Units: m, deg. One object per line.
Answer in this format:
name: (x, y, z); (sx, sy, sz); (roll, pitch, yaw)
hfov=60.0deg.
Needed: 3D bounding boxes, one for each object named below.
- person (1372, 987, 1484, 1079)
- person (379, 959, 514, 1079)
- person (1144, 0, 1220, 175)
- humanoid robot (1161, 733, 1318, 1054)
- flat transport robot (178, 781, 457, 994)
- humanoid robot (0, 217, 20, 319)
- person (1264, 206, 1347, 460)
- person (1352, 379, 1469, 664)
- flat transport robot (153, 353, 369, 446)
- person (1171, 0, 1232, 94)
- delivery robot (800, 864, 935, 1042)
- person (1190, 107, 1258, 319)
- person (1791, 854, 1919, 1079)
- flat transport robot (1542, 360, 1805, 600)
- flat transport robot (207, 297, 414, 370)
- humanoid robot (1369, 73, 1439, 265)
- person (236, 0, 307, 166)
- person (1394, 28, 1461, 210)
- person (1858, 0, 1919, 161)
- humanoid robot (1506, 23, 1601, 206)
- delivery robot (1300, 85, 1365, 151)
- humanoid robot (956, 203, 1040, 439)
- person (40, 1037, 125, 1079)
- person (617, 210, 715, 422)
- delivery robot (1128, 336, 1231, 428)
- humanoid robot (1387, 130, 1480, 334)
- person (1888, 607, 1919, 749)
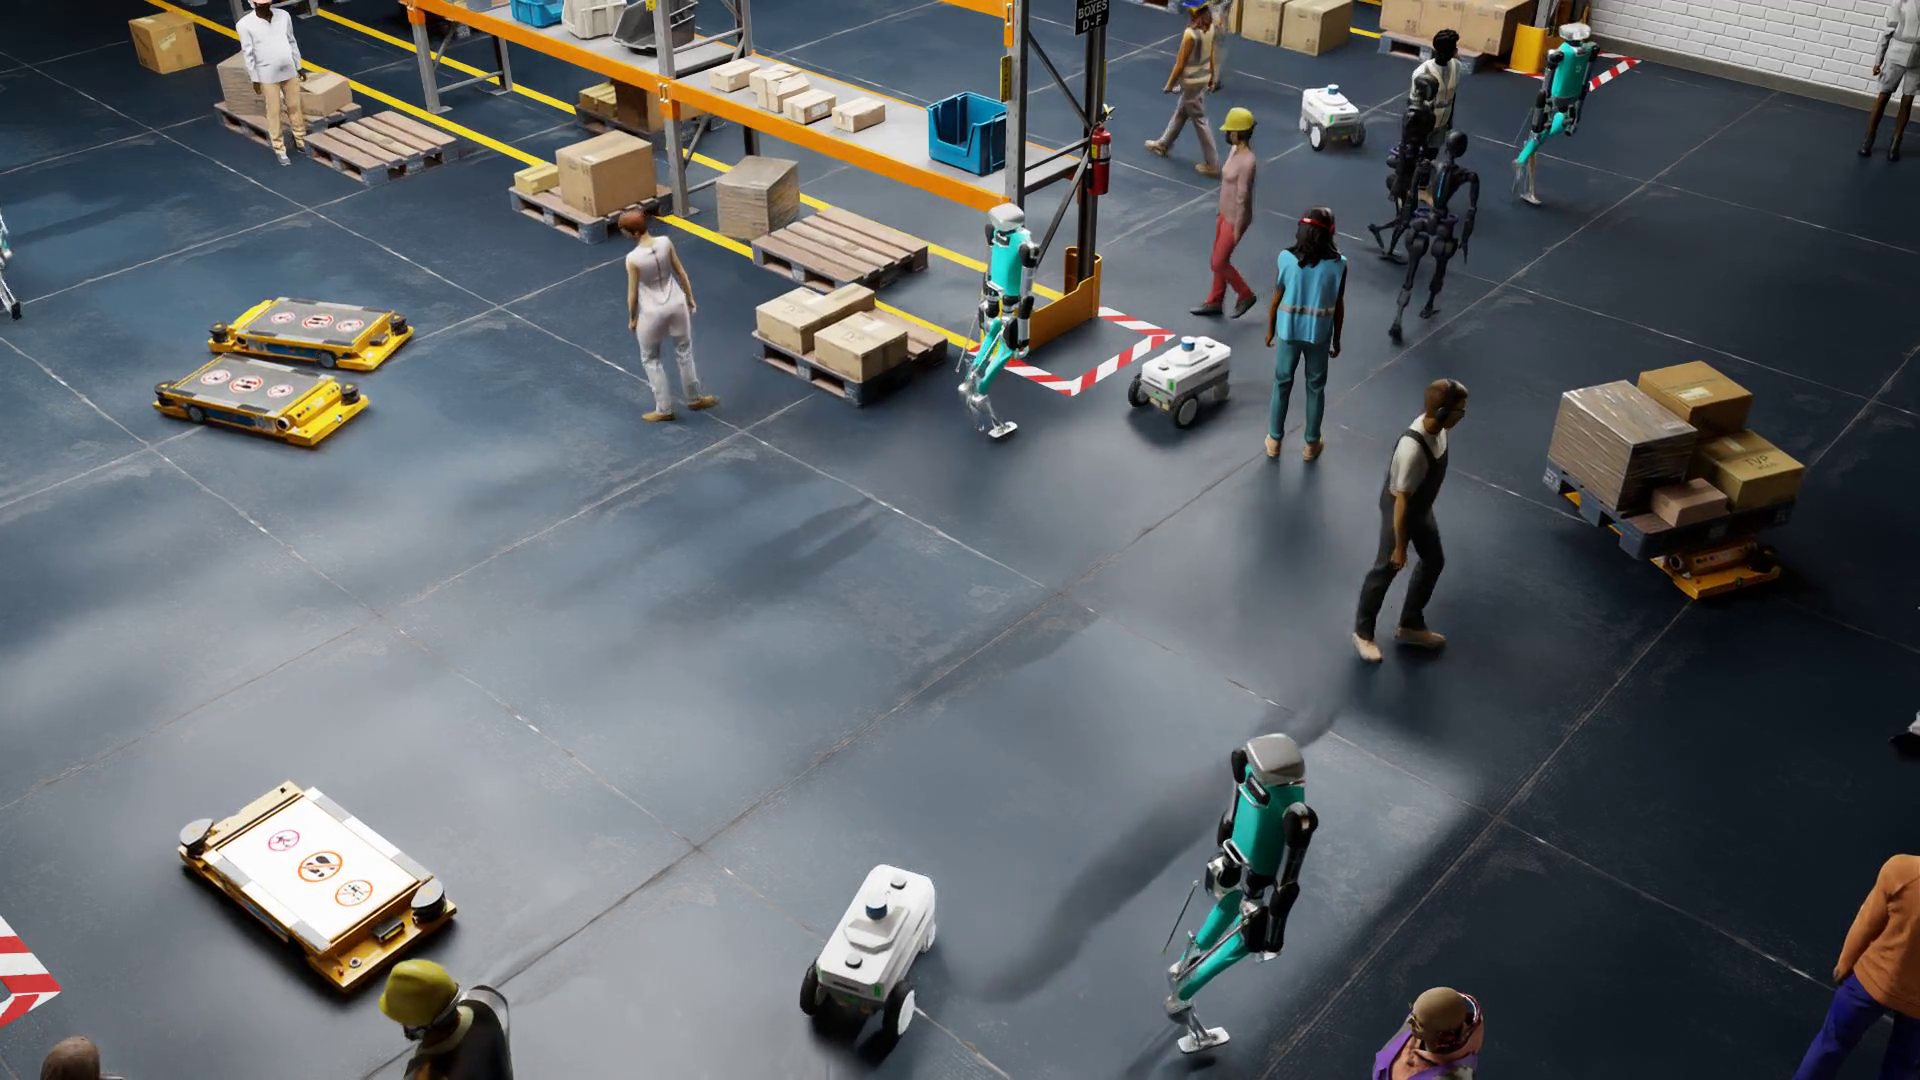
person: (1.700, 2.277, 6.257); (0.348, 1.693, 0.492); (-4, 35, -6)
person: (-1.847, 2.228, 6.222); (0.403, 1.819, 0.596); (9, 36, 12)
person: (2.205, -4.399, 15.898); (0.921, 1.723, 0.473); (21, 40, 28)
humanoid robot: (1.072, 1.667, 7.190); (0.732, 1.878, 0.536); (-13, 37, -18)
flat transport robot: (-3.251, 1.687, 8.366); (1.431, 0.231, 0.659); (24, 41, 31)
humanoid robot: (-7.959, -2.644, 13.401); (0.889, 1.830, 0.556); (25, 42, 32)
person: (2.361, -1.403, 11.435); (0.526, 1.869, 0.397); (10, 36, 14)
person: (2.647, -0.082, 9.561); (0.588, 1.817, 0.626); (23, 41, 30)
flat transport robot: (-5.194, -1.050, 12.332); (1.431, 0.231, 0.659); (12, 36, 17)
person: (2.589, -5.592, 17.496); (0.722, 1.879, 0.537); (-27, 43, -33)
delivery robot: (-0.388, 1.892, 7.799); (0.499, 0.575, 0.759); (13, 37, 17)
person: (2.142, -2.563, 13.212); (0.434, 1.748, 0.549); (-1, 35, -2)
person: (3.834, 1.786, 6.728); (0.517, 1.971, 0.404); (20, 39, 27)
flat transport robot: (4.654, -0.130, 10.999); (0.659, 0.231, 1.431); (-12, 36, -17)
flat transport robot: (-5.149, -1.642, 13.189); (1.431, 0.231, 0.659); (8, 35, 11)
humanoid robot: (3.767, -3.179, 14.173); (0.421, 1.636, 0.607); (22, 40, 28)
person: (-6.585, -4.518, 16.048); (0.337, 1.749, 0.573); (25, 42, 32)
person: (4.256, -3.794, 15.056); (0.534, 1.693, 0.321); (-18, 38, -24)
person: (9.148, -4.635, 16.075); (0.546, 1.924, 0.385); (14, 37, 20)
humanoid robot: (5.286, -3.818, 15.144); (0.542, 1.889, 0.721); (-14, 37, -19)
delivery robot: (3.729, -4.278, 16.751); (0.499, 0.589, 0.784); (-8, 35, -12)
humanoid robot: (0.182, -1.429, 11.591); (0.654, 1.805, 0.537); (-20, 39, -26)
person: (-3.070, 2.462, 6.040); (0.362, 1.633, 0.544); (10, 36, 14)
person: (-2.090, -1.648, 12.004); (0.602, 1.630, 0.290); (-24, 42, -31)
delivery robot: (1.665, -1.228, 12.317); (0.756, 0.571, 0.499); (-27, 43, -34)
humanoid robot: (3.714, -2.406, 13.121); (0.609, 1.647, 0.764); (17, 38, 23)
person: (5.453, 0.392, 9.014); (0.761, 1.649, 0.447); (-11, 36, -15)
